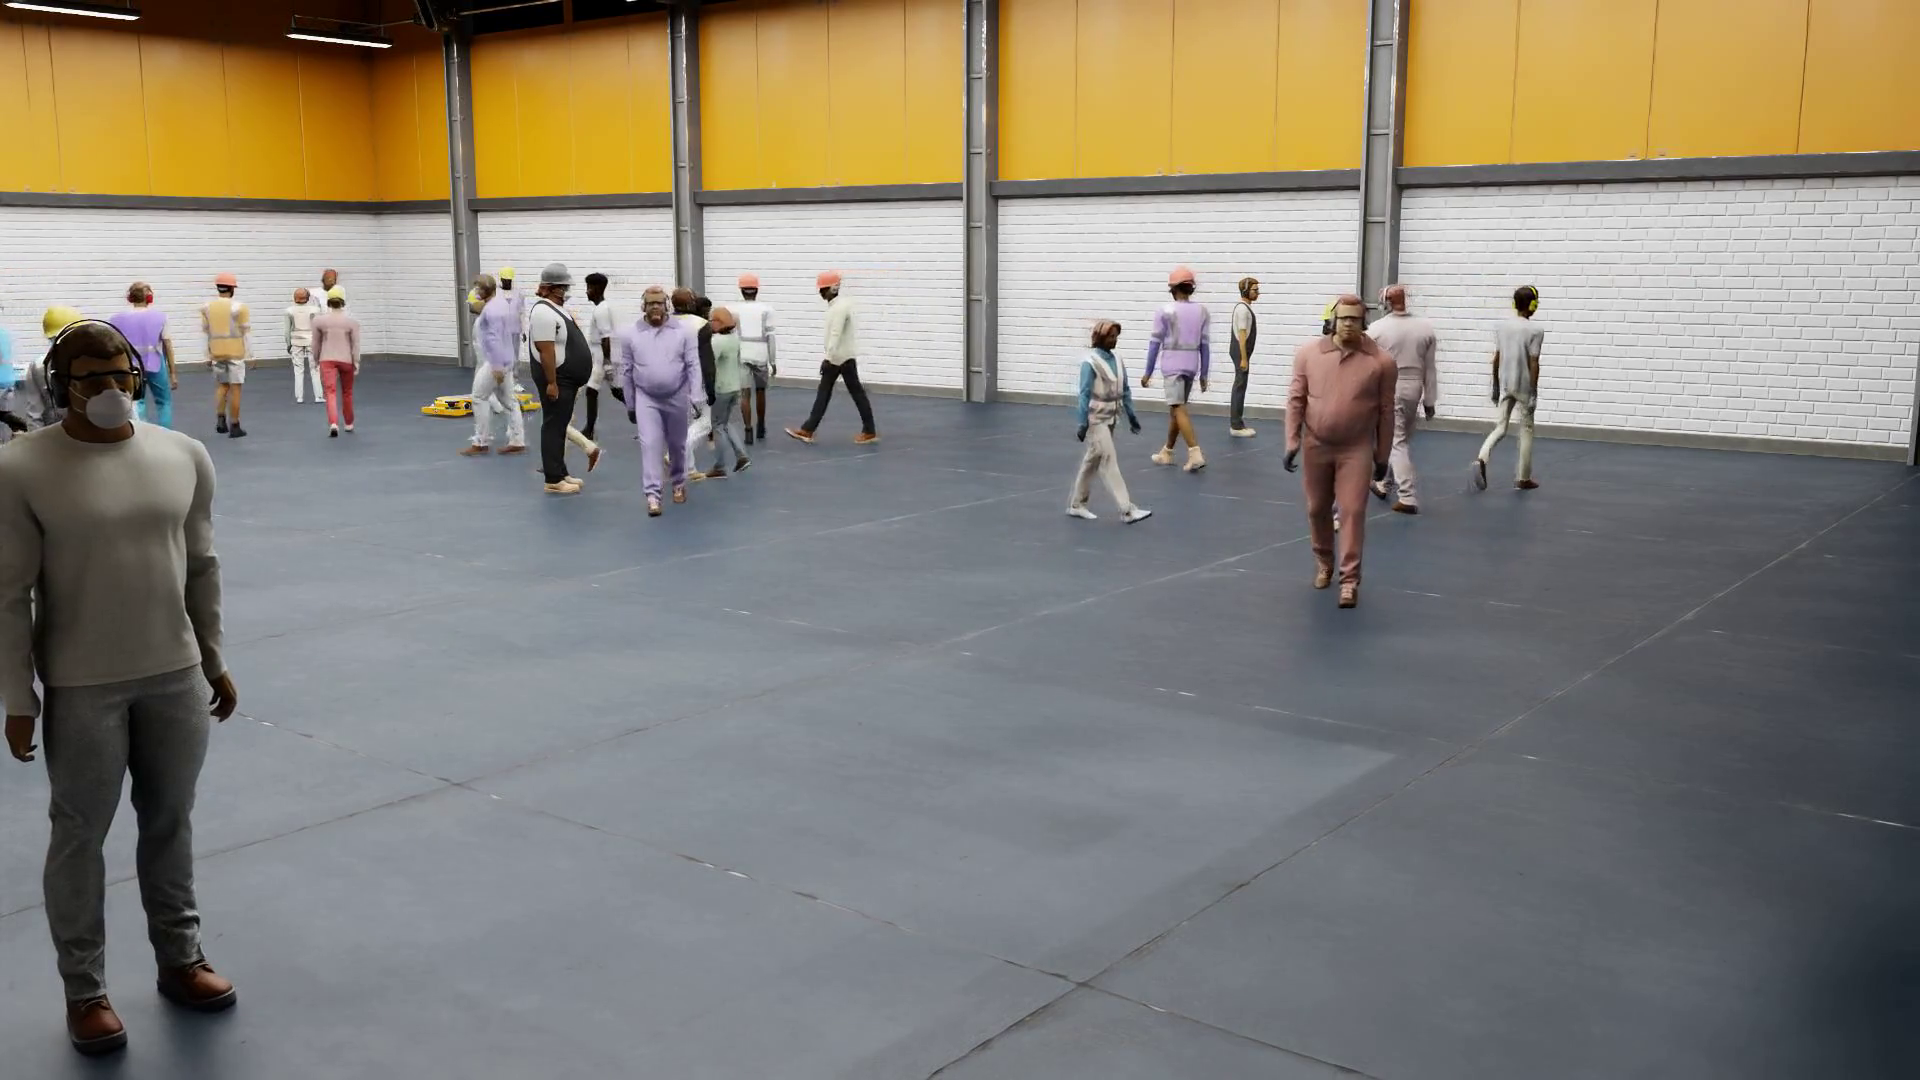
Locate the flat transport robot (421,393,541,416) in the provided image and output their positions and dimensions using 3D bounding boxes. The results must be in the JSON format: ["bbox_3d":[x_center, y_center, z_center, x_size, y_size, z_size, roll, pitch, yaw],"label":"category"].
[{"bbox_3d":[-6.367,-1.821,22.149,0.652,0.197,1.431,8,12,37],"label":"flat transport robot"}]

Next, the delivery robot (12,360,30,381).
[{"bbox_3d":[-14.633,-2.580,25.471,0.477,0.478,0.707,6,11,31],"label":"delivery robot"}]

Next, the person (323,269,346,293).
[{"bbox_3d":[-11.156,-3.926,29.810,0.737,1.863,0.576,3,10,16],"label":"person"}]

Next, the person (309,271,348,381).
[{"bbox_3d":[-10.357,-3.483,27.266,0.613,1.826,1.003,-6,12,-32],"label":"person"}]

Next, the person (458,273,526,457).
[{"bbox_3d":[-4.949,-1.812,17.341,0.828,1.903,0.665,-1,10,-8],"label":"person"}]

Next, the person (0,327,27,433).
[{"bbox_3d":[-9.548,-1.573,16.626,0.612,1.675,0.545,-2,10,-10],"label":"person"}]

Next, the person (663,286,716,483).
[{"bbox_3d":[-2.513,-1.390,15.115,0.647,1.825,0.663,5,11,29],"label":"person"}]

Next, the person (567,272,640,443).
[{"bbox_3d":[-3.890,-2.032,18.616,0.967,1.923,0.610,0,10,-2],"label":"person"}]

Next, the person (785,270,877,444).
[{"bbox_3d":[-1.397,-2.010,18.426,1.054,1.923,0.628,-3,10,-19],"label":"person"}]

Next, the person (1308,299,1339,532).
[{"bbox_3d":[2.862,-0.945,12.707,0.313,1.769,0.525,0,10,3],"label":"person"}]

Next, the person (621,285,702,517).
[{"bbox_3d":[-2.461,-1.170,13.758,0.654,1.866,0.989,-1,10,-8],"label":"person"}]

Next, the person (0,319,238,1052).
[{"bbox_3d":[-2.272,0.378,4.497,0.357,1.938,0.637,7,12,37],"label":"person"}]

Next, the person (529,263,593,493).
[{"bbox_3d":[-3.545,-1.446,14.825,0.538,2.000,0.689,-1,10,-6],"label":"person"}]

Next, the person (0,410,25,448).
[{"bbox_3d":[-10.417,-1.865,17.516,0.654,1.968,1.060,9,13,41],"label":"person"}]

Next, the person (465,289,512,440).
[{"bbox_3d":[-5.300,-1.971,18.808,0.531,1.733,0.491,-1,10,-4],"label":"person"}]

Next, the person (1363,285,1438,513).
[{"bbox_3d":[3.588,-1.183,13.854,0.653,1.841,1.041,-3,10,-15],"label":"person"}]

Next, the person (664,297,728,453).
[{"bbox_3d":[-2.837,-1.750,17.683,0.674,1.668,0.552,6,12,33],"label":"person"}]

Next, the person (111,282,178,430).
[{"bbox_3d":[-8.282,-1.711,16.989,0.596,1.817,0.763,-2,10,-13],"label":"person"}]

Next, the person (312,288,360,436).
[{"bbox_3d":[-7.305,-2.090,19.489,0.537,1.724,0.906,-3,10,-18],"label":"person"}]

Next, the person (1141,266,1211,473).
[{"bbox_3d":[2.162,-1.667,16.258,0.629,2.003,1.028,-5,11,-28],"label":"person"}]

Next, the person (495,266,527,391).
[{"bbox_3d":[-6.946,-3.233,25.563,0.587,1.926,0.368,-6,12,-32],"label":"person"}]

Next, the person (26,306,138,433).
[{"bbox_3d":[-5.452,-0.548,10.338,0.614,1.782,0.916,-3,10,-19],"label":"person"}]

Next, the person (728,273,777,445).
[{"bbox_3d":[-2.363,-2.050,18.767,0.569,1.889,0.963,-2,10,-9],"label":"person"}]

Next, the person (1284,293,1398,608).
[{"bbox_3d":[2.334,-0.574,10.227,0.643,1.876,0.840,4,11,22],"label":"person"}]

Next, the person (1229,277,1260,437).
[{"bbox_3d":[3.304,-2.124,19.341,0.347,1.846,0.505,2,10,10],"label":"person"}]

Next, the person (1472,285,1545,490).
[{"bbox_3d":[4.899,-1.339,14.784,0.783,1.852,0.516,-8,13,-40],"label":"person"}]

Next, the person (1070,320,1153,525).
[{"bbox_3d":[1.180,-0.915,13.031,0.855,1.595,0.516,7,12,34],"label":"person"}]

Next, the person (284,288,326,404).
[{"bbox_3d":[-9.276,-2.745,23.559,0.520,1.636,0.312,-2,10,-11],"label":"person"}]

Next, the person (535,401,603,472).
[{"bbox_3d":[-3.777,-1.426,15.958,0.652,1.609,0.501,0,10,3],"label":"person"}]

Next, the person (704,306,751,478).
[{"bbox_3d":[-2.262,-1.388,15.691,0.351,1.621,0.510,3,10,17],"label":"person"}]

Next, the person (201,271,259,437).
[{"bbox_3d":[-8.446,-2.142,19.246,0.567,1.921,0.468,1,10,5],"label":"person"}]
